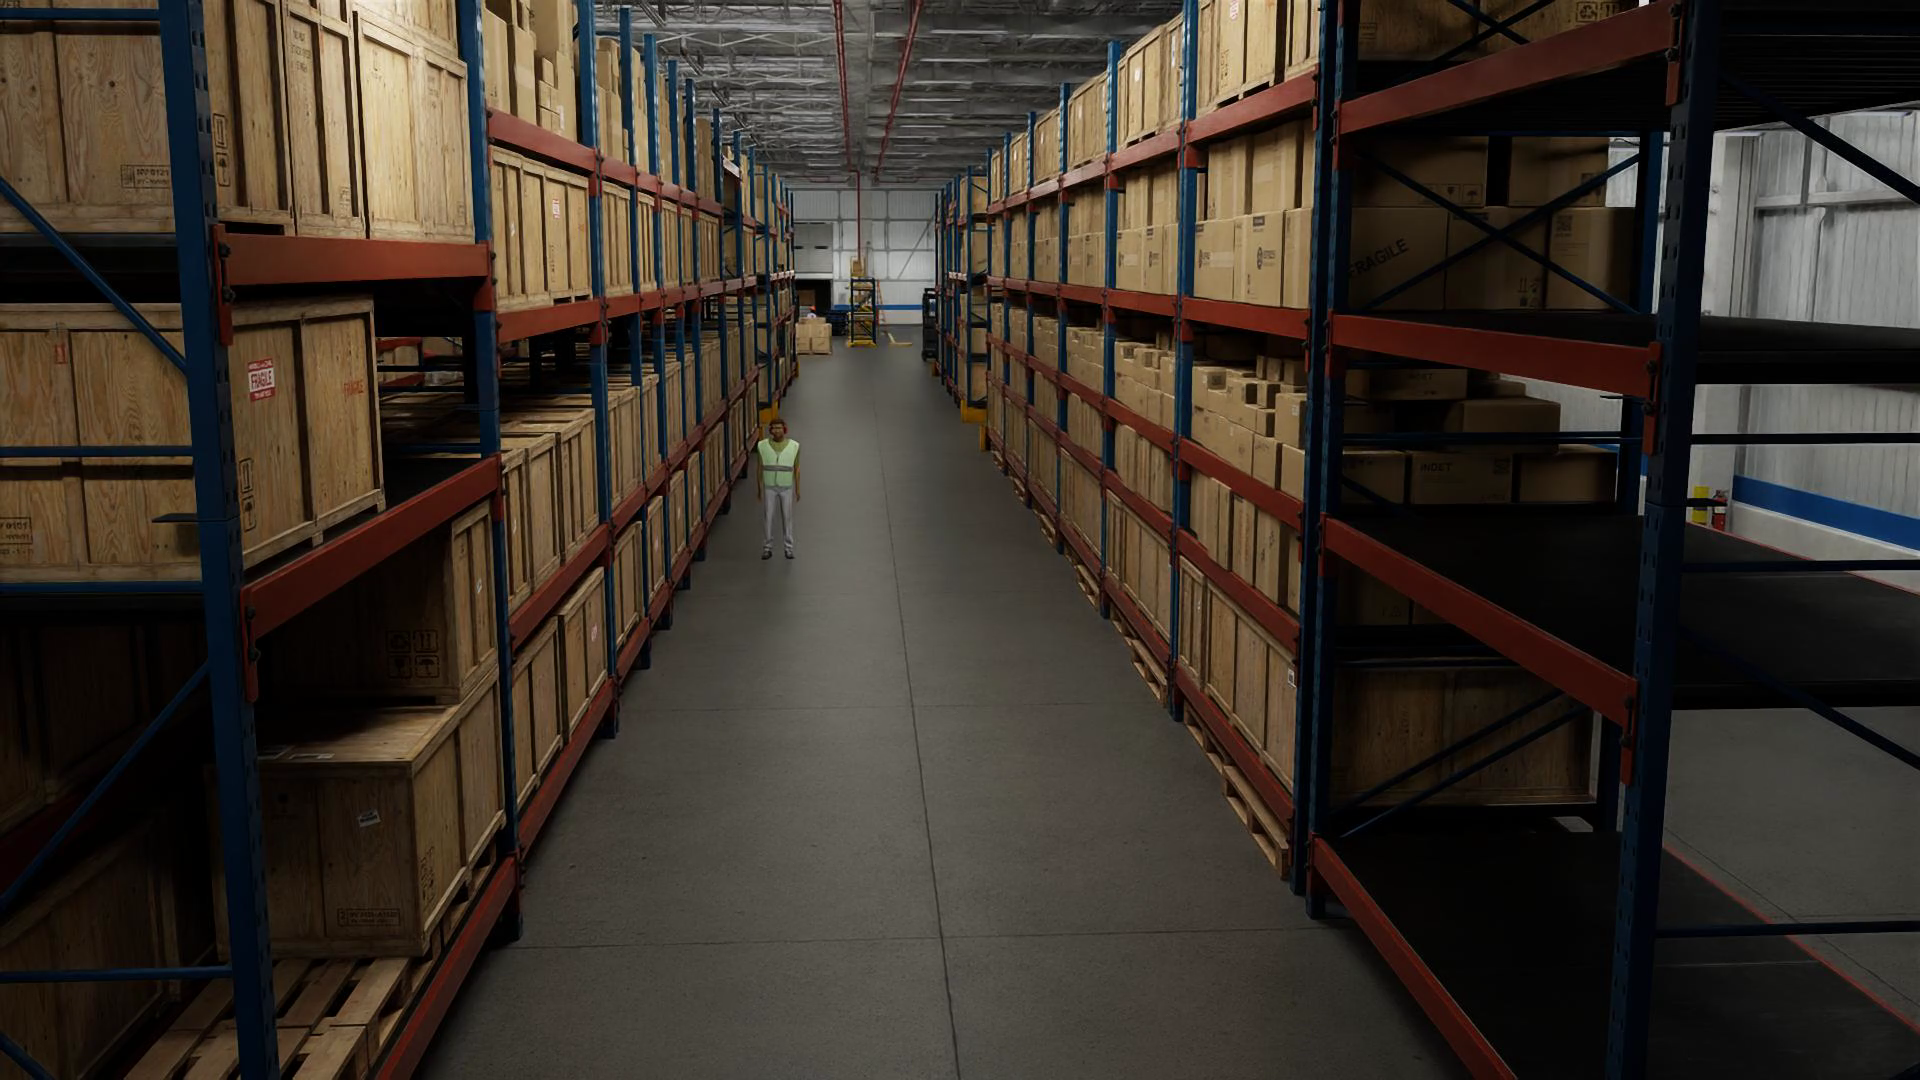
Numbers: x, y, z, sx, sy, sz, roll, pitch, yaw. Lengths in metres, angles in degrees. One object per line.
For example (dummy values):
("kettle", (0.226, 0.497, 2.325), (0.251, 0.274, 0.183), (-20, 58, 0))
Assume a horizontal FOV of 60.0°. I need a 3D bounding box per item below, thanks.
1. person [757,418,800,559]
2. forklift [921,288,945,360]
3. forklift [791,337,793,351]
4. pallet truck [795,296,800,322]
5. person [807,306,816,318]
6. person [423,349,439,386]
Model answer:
("person", (-2.349, -0.668, 21.566), (0.563, 1.838, 0.388), (-1, 10, -5))
("forklift", (-0.936, -8.461, 65.011), (1.129, 2.768, 1.873), (-1, 10, -3))
("forklift", (-7.585, -8.458, 64.990), (1.873, 2.768, 1.129), (3, 10, 19))
("pallet truck", (-8.622, -12.439, 91.403), (1.885, 1.965, 0.823), (2, 10, 13))
("person", (-6.458, -9.284, 72.780), (0.543, 1.928, 0.400), (9, 13, 42))
("person", (-11.199, -3.059, 35.353), (0.950, 2.015, 0.616), (1, 10, 5))
